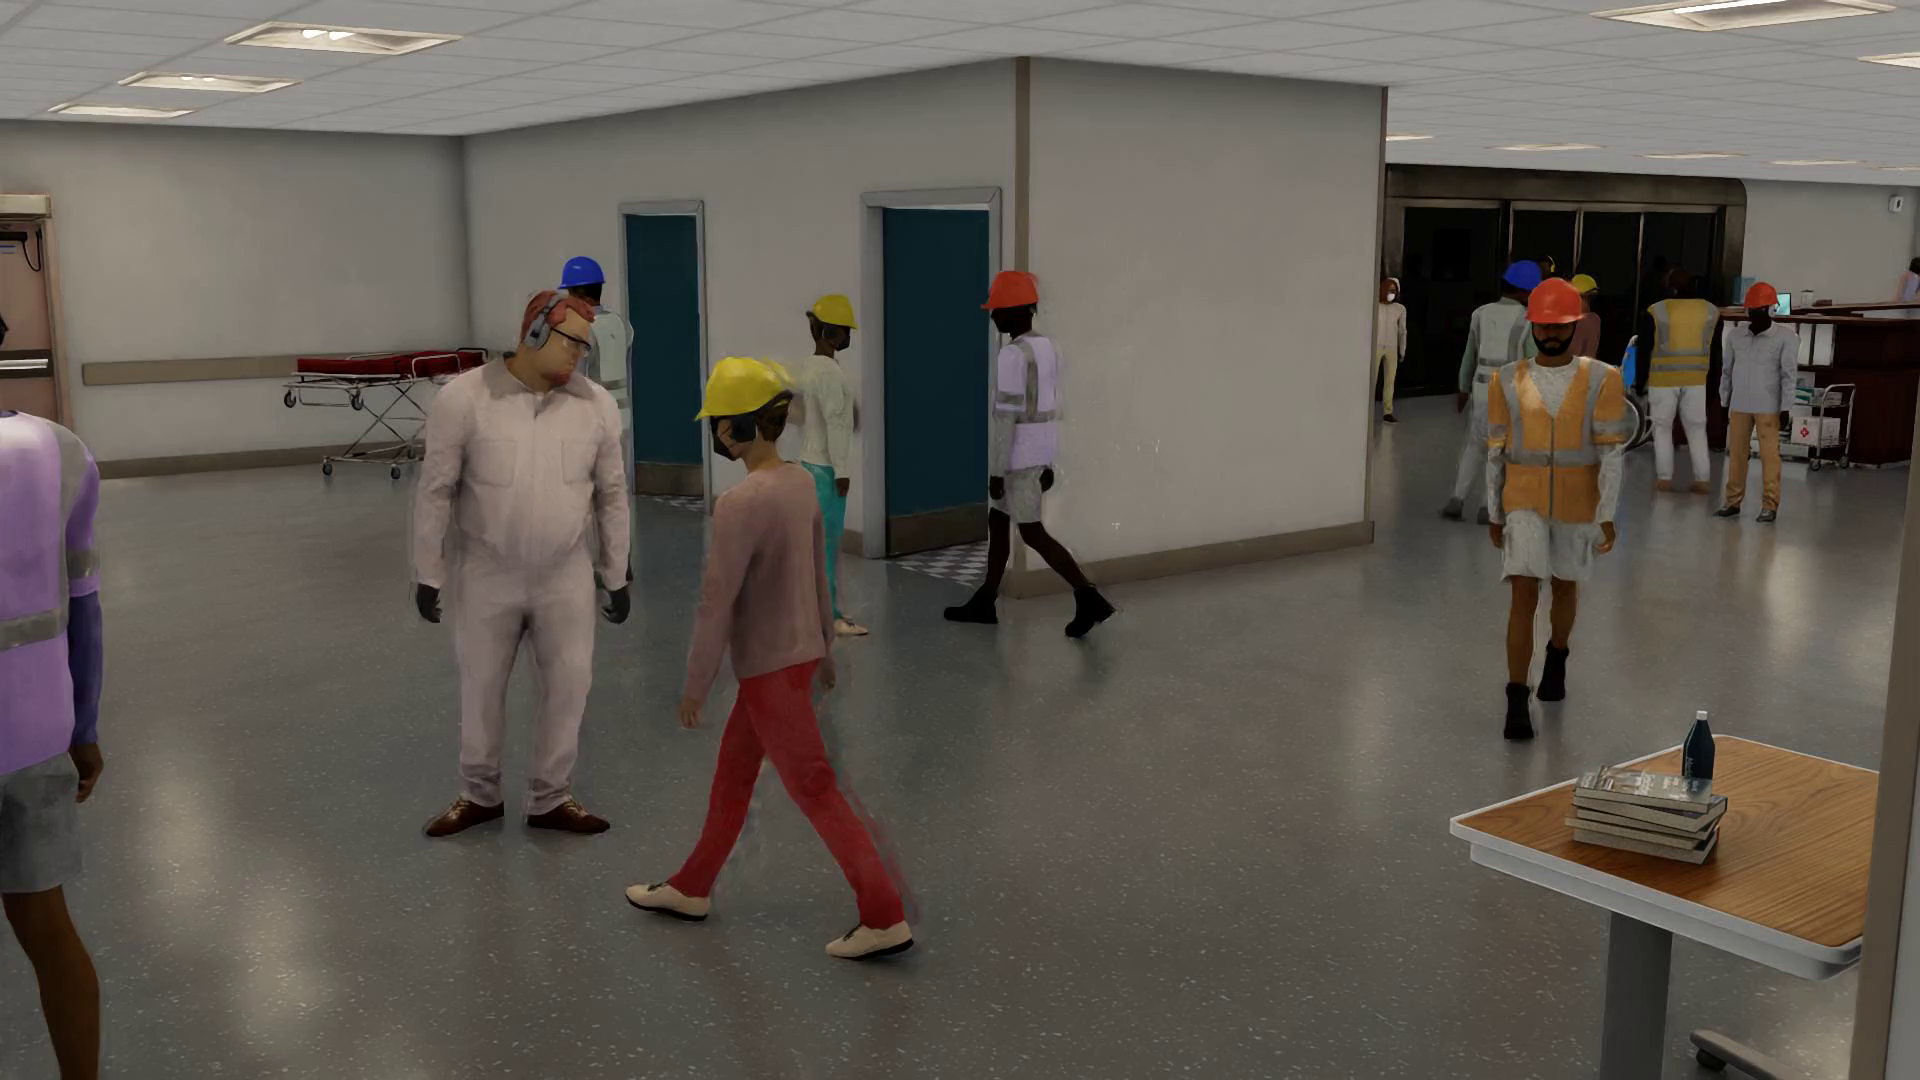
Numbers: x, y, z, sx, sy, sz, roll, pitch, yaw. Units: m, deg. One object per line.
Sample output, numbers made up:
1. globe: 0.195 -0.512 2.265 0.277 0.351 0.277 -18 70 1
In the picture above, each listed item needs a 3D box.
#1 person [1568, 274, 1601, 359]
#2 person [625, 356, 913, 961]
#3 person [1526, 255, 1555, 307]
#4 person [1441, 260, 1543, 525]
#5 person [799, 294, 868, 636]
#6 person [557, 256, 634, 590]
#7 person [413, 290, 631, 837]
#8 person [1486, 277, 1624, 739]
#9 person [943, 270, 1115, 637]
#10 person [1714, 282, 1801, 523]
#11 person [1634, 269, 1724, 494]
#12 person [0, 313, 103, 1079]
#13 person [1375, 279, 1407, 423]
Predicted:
1. person: 5.136 -1.318 13.845 0.312 1.768 0.530 8 13 39
2. person: -0.544 0.339 4.715 0.947 1.709 0.532 3 11 16
3. person: 7.597 -2.770 21.703 0.537 1.862 0.312 8 13 40
4. person: 3.838 -1.041 11.935 0.424 1.901 0.739 -7 12 -34
5. person: -0.667 -0.387 8.636 0.317 1.765 0.522 -3 11 -17
6. person: -2.147 -0.681 9.766 0.393 1.946 0.602 4 11 24
7. person: -1.478 0.101 5.621 0.720 1.872 0.504 -5 11 -25
8. person: 2.500 -0.163 7.052 0.548 1.892 1.028 4 11 19
9. person: 0.371 -0.443 8.590 0.963 1.897 0.549 4 11 23
10. person: 5.793 -1.000 12.129 0.361 1.742 0.563 -7 12 -35
11. person: 5.807 -1.274 13.477 0.678 1.809 0.431 1 10 6
12. person: -2.044 0.413 3.427 0.409 2.029 0.611 3 11 17
13. person: 4.787 -2.130 18.783 0.508 1.628 0.287 -1 10 -5
